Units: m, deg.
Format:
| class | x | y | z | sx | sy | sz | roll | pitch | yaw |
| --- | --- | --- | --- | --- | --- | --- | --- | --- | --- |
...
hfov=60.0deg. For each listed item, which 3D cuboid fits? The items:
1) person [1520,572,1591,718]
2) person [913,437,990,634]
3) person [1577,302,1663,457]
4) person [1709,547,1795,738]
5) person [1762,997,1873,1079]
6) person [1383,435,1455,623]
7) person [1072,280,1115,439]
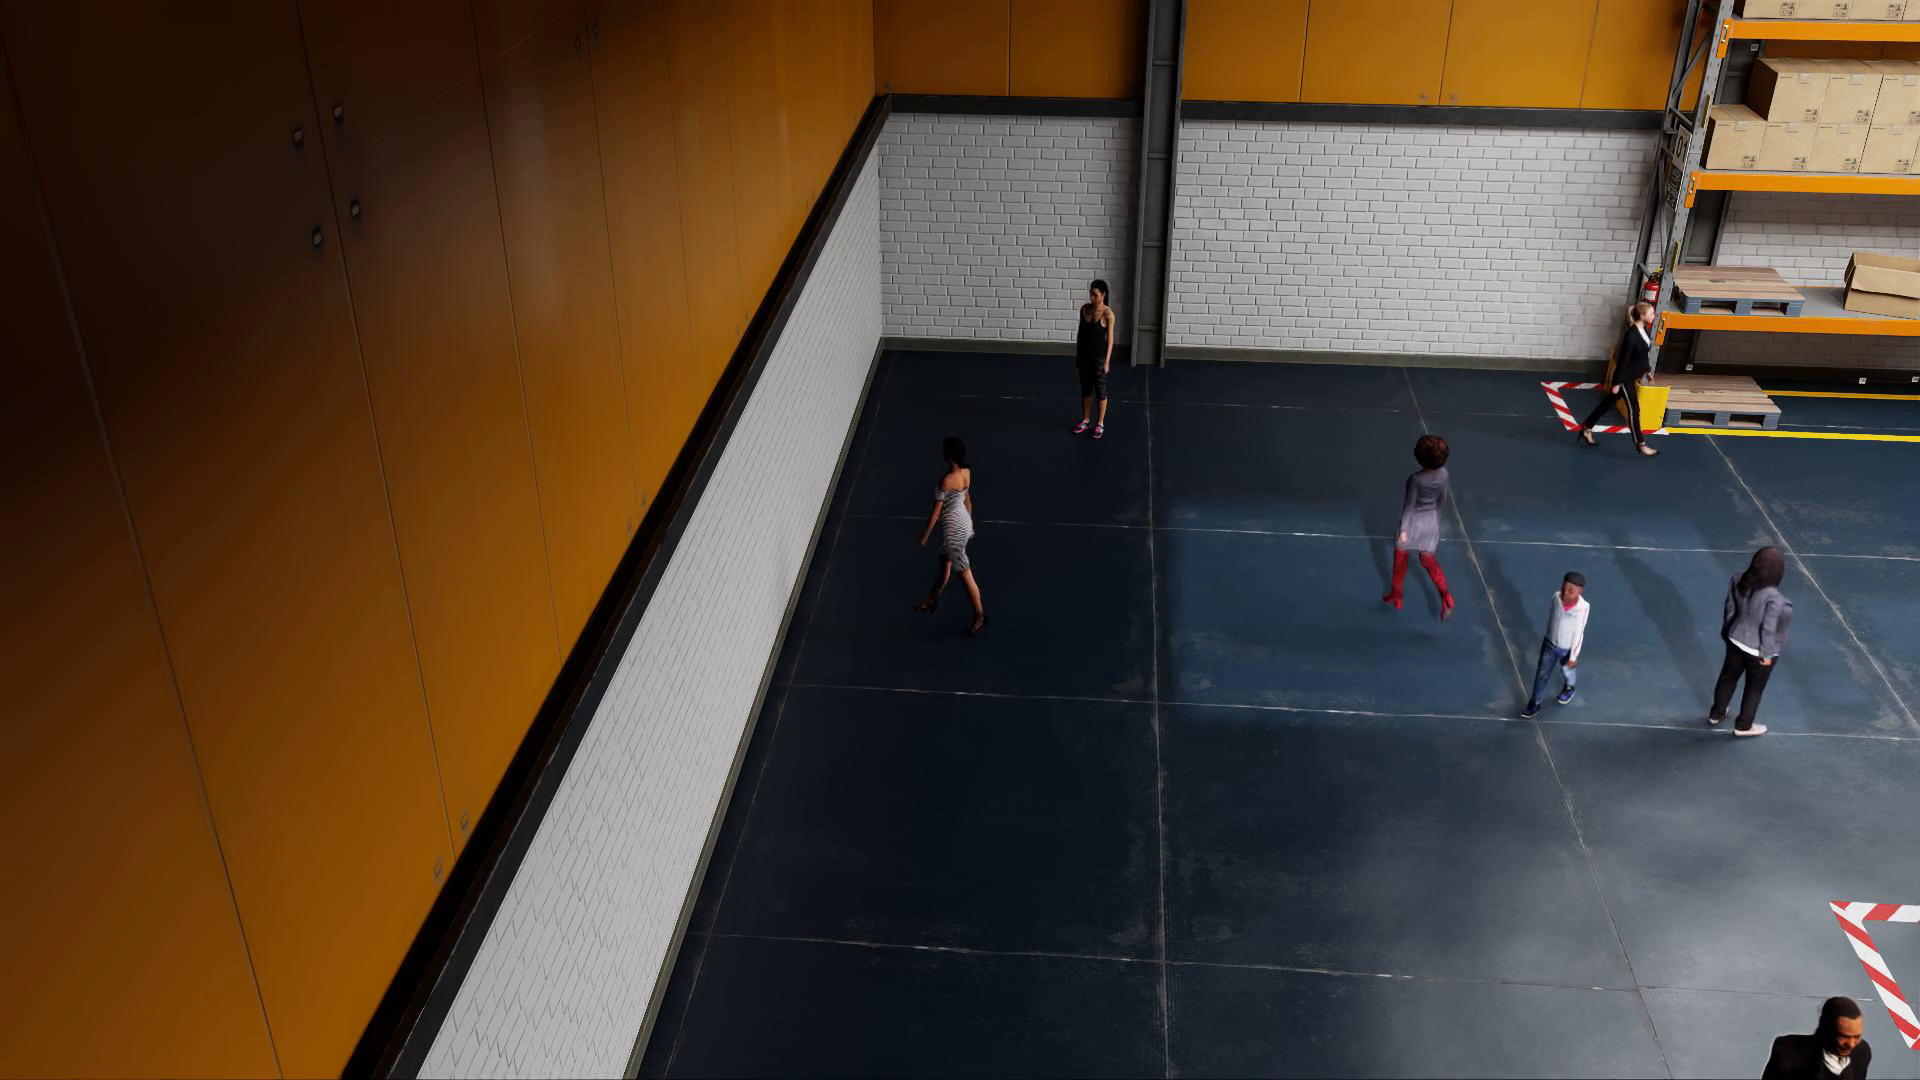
| class | x | y | z | sx | sy | sz | roll | pitch | yaw |
| --- | --- | --- | --- | --- | --- | --- | --- | --- | --- |
| person | 4.790 | 0.790 | 13.109 | 0.884 | 1.230 | 0.867 | -25 | 37 | -38 |
| person | 0.059 | 0.006 | 13.959 | 1.027 | 1.792 | 0.775 | 11 | 30 | 19 |
| person | 6.774 | -1.656 | 17.149 | 1.170 | 1.654 | 0.937 | 16 | 32 | 27 |
| person | 6.055 | 0.774 | 12.753 | 0.785 | 1.599 | 0.782 | -9 | 30 | -16 |
| person | 4.193 | 3.011 | 8.332 | 0.612 | 1.904 | 0.818 | -3 | 29 | -6 |
| person | 3.984 | -0.060 | 14.187 | 1.050 | 1.689 | 0.955 | -11 | 31 | -20 |
| person | 1.426 | -1.930 | 17.576 | 0.628 | 1.726 | 0.721 | 18 | 34 | 30 |
